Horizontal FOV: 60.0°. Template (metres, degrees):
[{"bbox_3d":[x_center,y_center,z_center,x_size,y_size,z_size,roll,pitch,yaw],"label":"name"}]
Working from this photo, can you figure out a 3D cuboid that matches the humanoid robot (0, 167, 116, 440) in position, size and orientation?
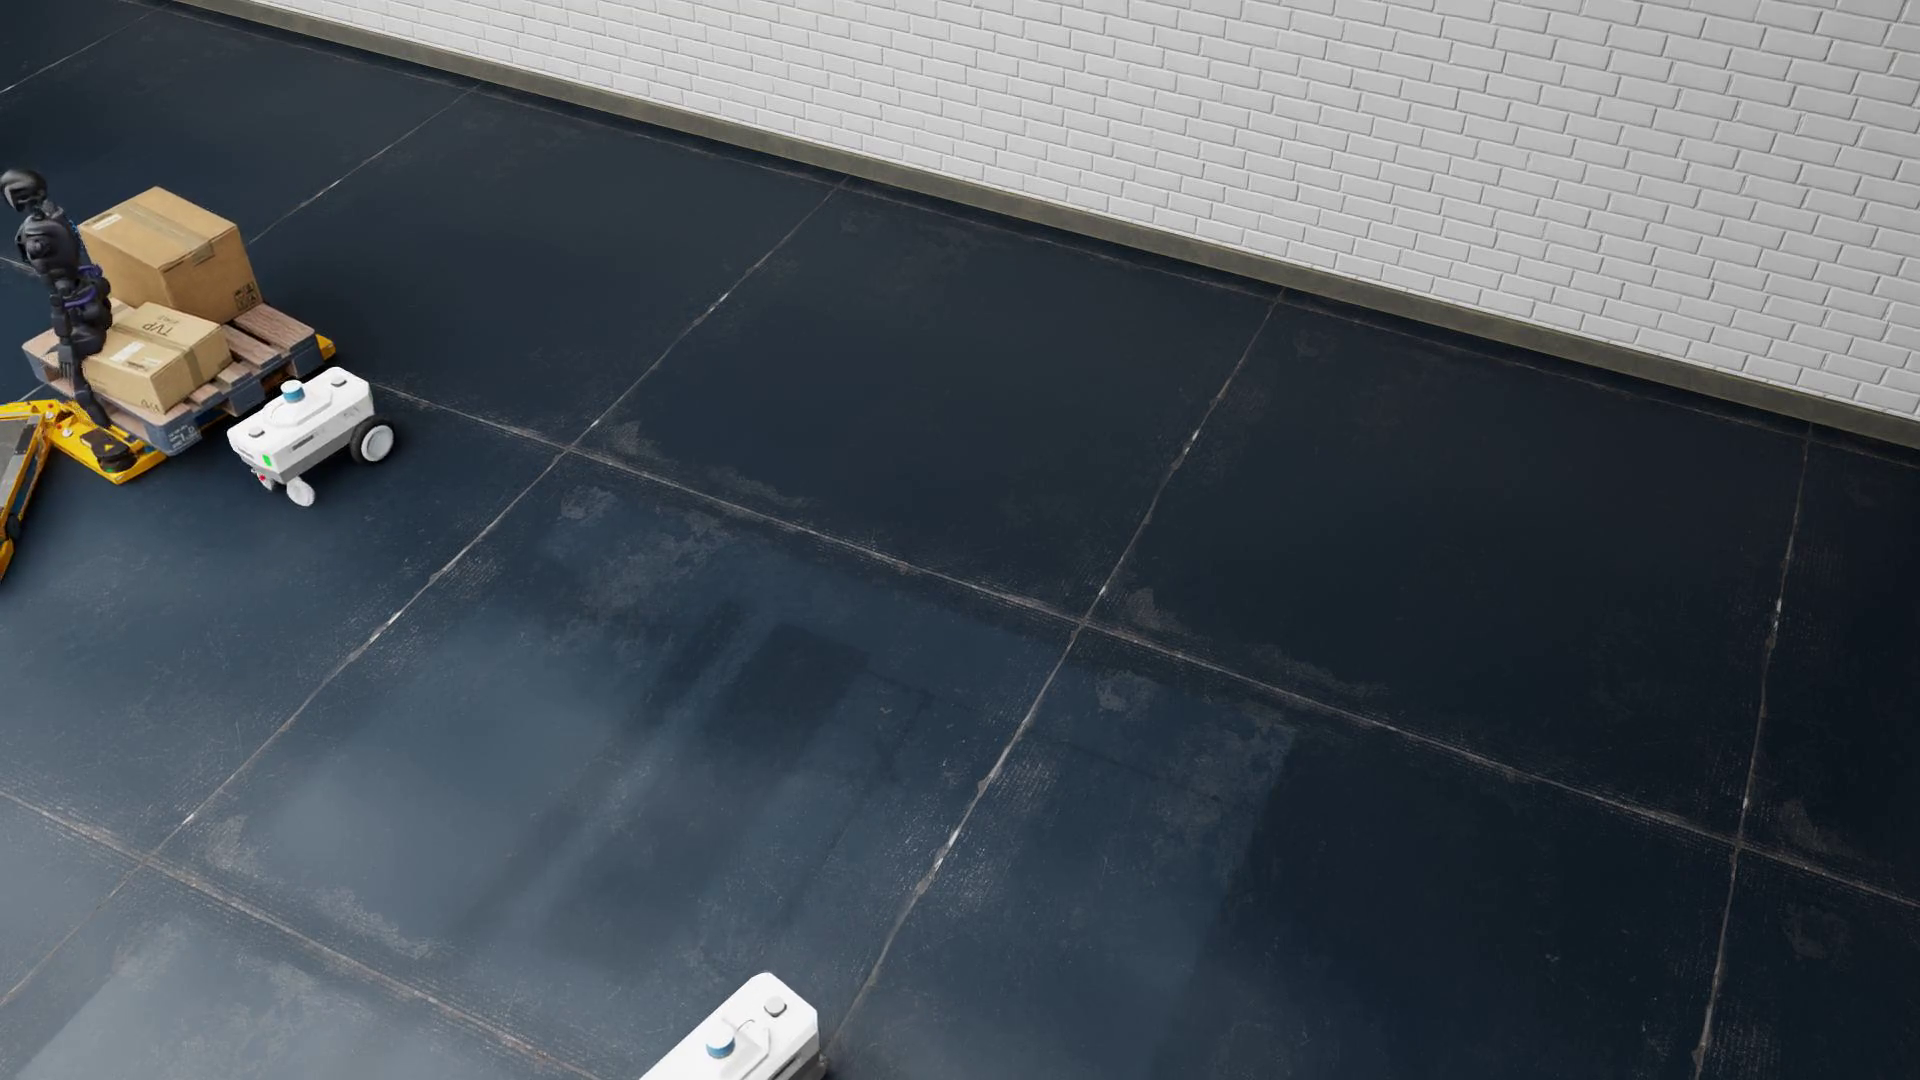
[{"bbox_3d":[-4.484,-1.152,8.464,0.323,1.658,0.601,-9,44,-10],"label":"humanoid robot"}]

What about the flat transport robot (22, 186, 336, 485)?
[{"bbox_3d":[-4.245,-0.858,9.181,0.659,0.231,1.431,25,48,25],"label":"flat transport robot"}]

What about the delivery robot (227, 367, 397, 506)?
[{"bbox_3d":[-3.370,-0.575,8.676,0.524,0.610,0.781,26,49,26],"label":"delivery robot"}]

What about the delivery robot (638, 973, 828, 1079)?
[{"bbox_3d":[-0.833,1.927,5.959,0.499,0.586,0.765,31,51,29],"label":"delivery robot"}]

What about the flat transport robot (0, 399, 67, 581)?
[{"bbox_3d":[-5.117,-0.264,8.540,0.659,0.231,1.431,-6,43,-6],"label":"flat transport robot"}]
